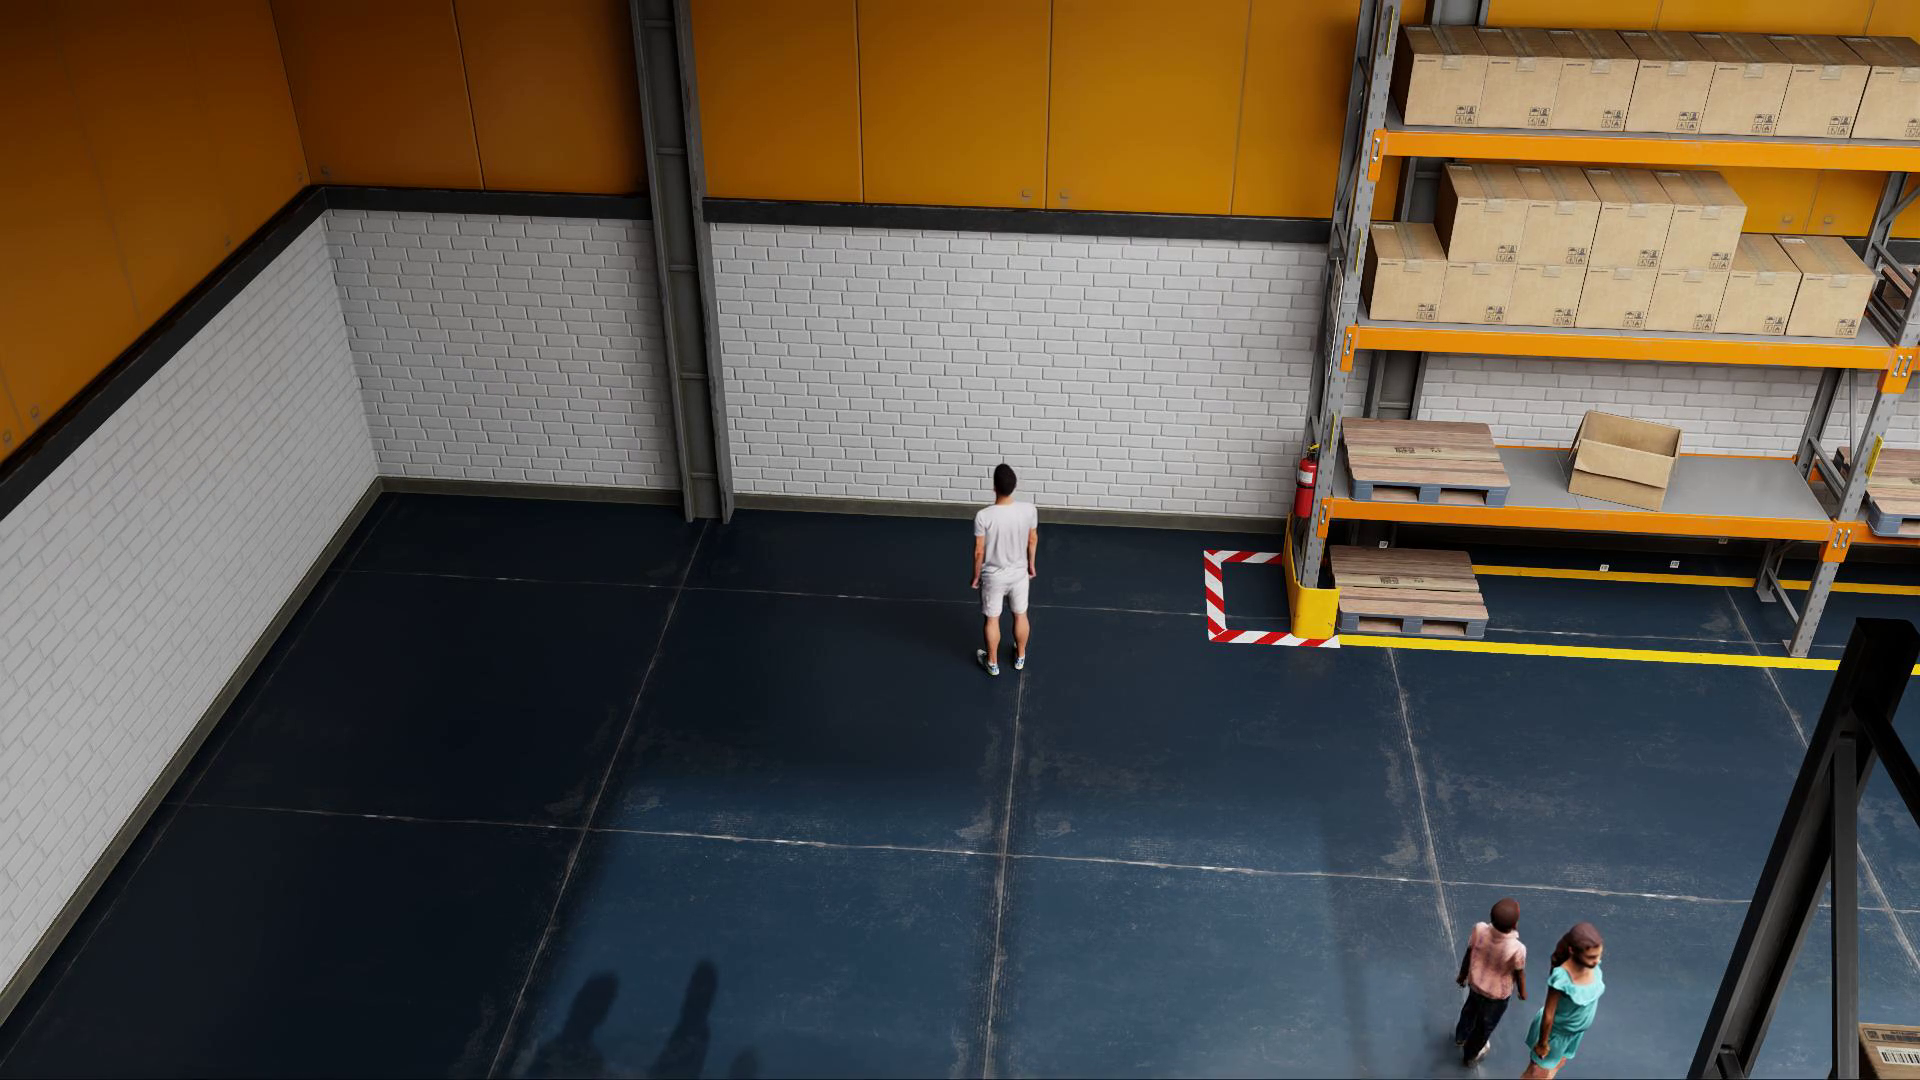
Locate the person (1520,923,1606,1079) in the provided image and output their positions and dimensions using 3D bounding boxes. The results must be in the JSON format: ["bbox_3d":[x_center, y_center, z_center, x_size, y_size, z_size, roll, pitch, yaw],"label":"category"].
[{"bbox_3d":[3.414,2.752,9.448,0.627,1.558,0.697,-22,39,-29],"label":"person"}]

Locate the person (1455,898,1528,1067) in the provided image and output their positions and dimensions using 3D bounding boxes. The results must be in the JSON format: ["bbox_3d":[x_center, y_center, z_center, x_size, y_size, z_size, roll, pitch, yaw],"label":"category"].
[{"bbox_3d":[3.099,2.650,9.833,0.653,1.301,0.591,-27,42,-34],"label":"person"}]

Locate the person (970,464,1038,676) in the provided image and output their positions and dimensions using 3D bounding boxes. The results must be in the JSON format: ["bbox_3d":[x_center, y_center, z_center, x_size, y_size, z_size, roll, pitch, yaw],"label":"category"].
[{"bbox_3d":[0.341,0.236,12.966,0.650,1.853,0.822,-10,35,-15],"label":"person"}]
